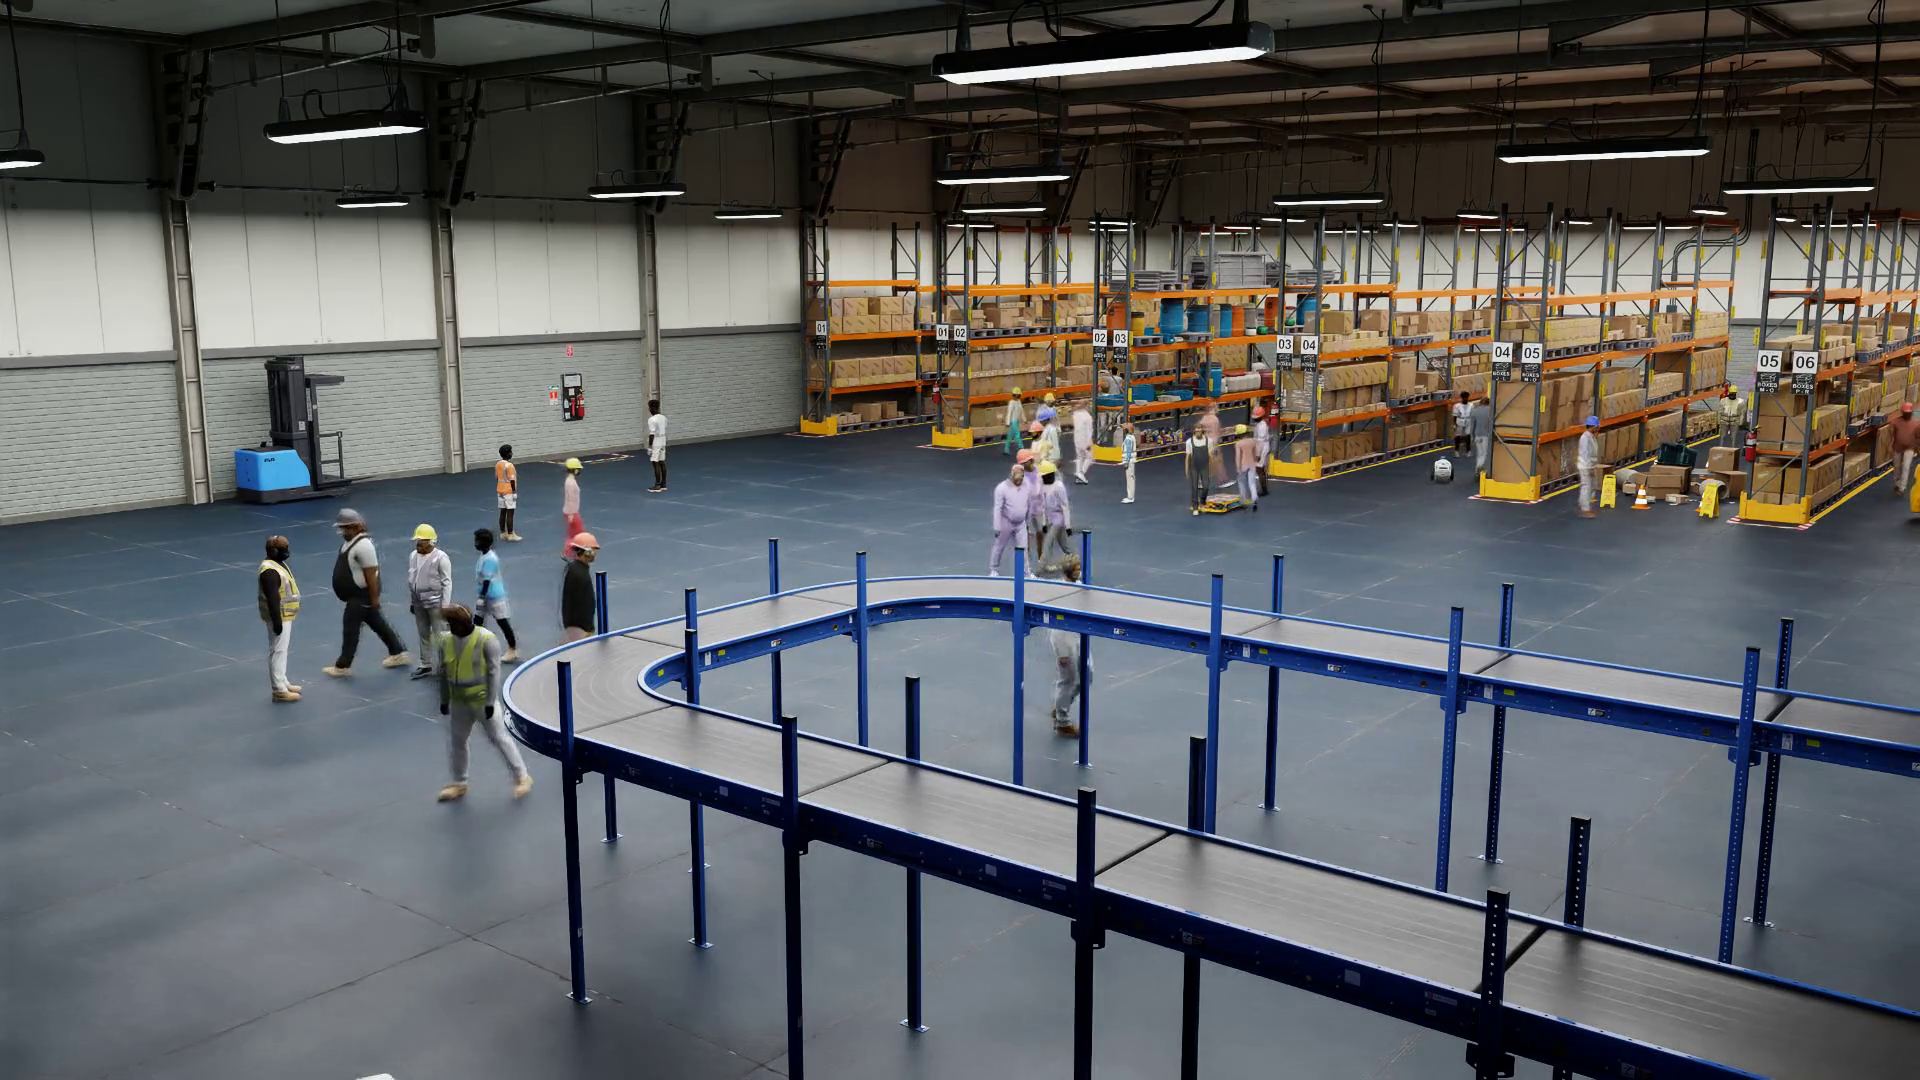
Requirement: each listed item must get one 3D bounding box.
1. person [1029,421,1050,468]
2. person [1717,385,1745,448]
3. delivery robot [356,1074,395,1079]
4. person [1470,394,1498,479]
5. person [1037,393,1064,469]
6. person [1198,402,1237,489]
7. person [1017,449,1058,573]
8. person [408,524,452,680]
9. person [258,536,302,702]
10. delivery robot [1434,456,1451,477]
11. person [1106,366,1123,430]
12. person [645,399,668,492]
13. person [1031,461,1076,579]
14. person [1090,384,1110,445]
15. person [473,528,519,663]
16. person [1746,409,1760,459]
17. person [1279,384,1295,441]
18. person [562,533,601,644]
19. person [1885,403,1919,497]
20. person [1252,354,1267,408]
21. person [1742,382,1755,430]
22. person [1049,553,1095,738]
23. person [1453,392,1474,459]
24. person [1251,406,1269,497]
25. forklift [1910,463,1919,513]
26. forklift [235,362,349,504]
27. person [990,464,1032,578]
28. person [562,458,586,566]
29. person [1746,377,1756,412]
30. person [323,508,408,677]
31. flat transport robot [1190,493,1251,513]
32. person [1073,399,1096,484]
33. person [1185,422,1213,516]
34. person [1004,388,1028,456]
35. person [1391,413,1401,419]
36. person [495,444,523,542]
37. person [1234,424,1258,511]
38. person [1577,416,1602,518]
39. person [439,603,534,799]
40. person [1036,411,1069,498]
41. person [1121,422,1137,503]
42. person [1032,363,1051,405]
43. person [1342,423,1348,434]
[{"bbox_3d":[1.558,-1.296,29.431,0.917,1.901,0.544,-7,12,-33],"label":"person"},{"bbox_3d":[19.025,-2.906,38.651,0.591,1.837,0.403,6,12,29],"label":"person"},{"bbox_3d":[-3.129,3.104,8.286,0.477,0.478,0.707,-5,11,-25],"label":"delivery robot"},{"bbox_3d":[11.722,-2.316,35.091,0.633,1.924,0.714,9,13,41],"label":"person"},{"bbox_3d":[2.142,-2.564,36.857,0.918,1.781,0.610,9,14,43],"label":"person"},{"bbox_3d":[5.508,-2.024,33.583,0.932,1.863,0.674,-4,11,-21],"label":"person"},{"bbox_3d":[1.198,-0.434,24.341,0.795,1.998,0.400,-2,10,-13],"label":"person"},{"bbox_3d":[-6.207,0.718,18.262,0.596,1.832,0.404,5,11,24],"label":"person"},{"bbox_3d":[-7.576,0.859,17.453,0.429,1.840,0.632,-3,11,-17],"label":"person"},{"bbox_3d":[10.763,-1.618,34.867,0.477,0.478,0.707,3,10,15],"label":"delivery robot"},{"bbox_3d":[4.477,-4.114,45.356,0.512,1.873,0.329,2,10,11],"label":"person"},{"bbox_3d":[-6.460,-2.010,33.265,0.365,1.963,0.650,4,11,20],"label":"person"},{"bbox_3d":[1.485,-0.294,23.904,1.039,1.868,0.590,-3,11,-18],"label":"person"},{"bbox_3d":[3.719,-3.351,41.753,0.519,1.627,0.372,4,11,22],"label":"person"},{"bbox_3d":[-5.771,0.689,18.894,0.854,1.648,0.546,-6,11,-29],"label":"person"},{"bbox_3d":[19.823,-2.956,38.804,0.574,1.882,0.356,6,12,32],"label":"person"},{"bbox_3d":[8.966,-3.662,42.624,0.542,1.938,0.358,7,12,35],"label":"person"},{"bbox_3d":[-3.998,0.906,16.876,0.946,1.934,0.767,-3,11,-18],"label":"person"},{"bbox_3d":[19.768,-1.916,32.781,0.641,1.954,1.014,7,12,35],"label":"person"},{"bbox_3d":[9.869,-5.215,51.655,0.542,1.842,0.760,5,11,25],"label":"person"},{"bbox_3d":[22.983,-4.059,45.034,0.989,1.891,0.552,9,14,43],"label":"person"},{"bbox_3d":[1.143,1.076,15.988,0.433,1.925,0.662,4,11,23],"label":"person"},{"bbox_3d":[12.473,-2.827,38.701,0.544,1.659,0.793,0,10,-1],"label":"person"},{"bbox_3d":[6.257,-1.859,32.628,0.493,1.887,0.706,1,10,5],"label":"person"},{"bbox_3d":[19.034,-1.348,28.998,2.313,2.155,1.214,8,13,37],"label":"forklift"},{"bbox_3d":[-13.803,-2.244,32.110,1.129,2.768,1.873,8,13,37],"label":"forklift"},{"bbox_3d":[0.788,-0.235,23.618,0.709,1.840,1.033,-6,12,-29],"label":"person"},{"bbox_3d":[-6.165,-0.440,24.995,0.370,1.755,0.530,-3,11,-17],"label":"person"},{"bbox_3d":[21.910,-3.652,42.937,0.536,1.819,0.991,2,10,14],"label":"person"},{"bbox_3d":[-7.087,0.575,18.606,0.981,2.000,0.694,-6,12,-30],"label":"person"},{"bbox_3d":[5.171,-0.744,31.010,0.652,0.197,1.431,7,12,34],"label":"flat transport robot"},{"bbox_3d":[2.734,-2.156,34.291,0.424,1.892,0.652,-6,12,-32],"label":"person"},{"bbox_3d":[4.588,-1.363,30.023,0.540,1.814,0.470,0,10,2],"label":"person"},{"bbox_3d":[1.471,-2.958,39.257,0.919,1.721,0.537,5,11,26],"label":"person"},{"bbox_3d":[13.663,-4.723,48.812,0.669,1.850,0.980,5,11,25],"label":"person"},{"bbox_3d":[-7.903,-0.826,27.337,0.540,1.696,0.315,10,14,44],"label":"person"},{"bbox_3d":[5.626,-1.429,30.693,0.549,1.713,0.732,-3,11,-18],"label":"person"},{"bbox_3d":[12.013,-1.401,29.885,0.428,1.945,0.624,8,13,37],"label":"person"},{"bbox_3d":[-4.357,1.455,14.199,0.825,1.813,0.532,4,11,19],"label":"person"},{"bbox_3d":[1.790,-1.692,31.725,1.041,1.875,0.677,-4,11,-19],"label":"person"},{"bbox_3d":[3.424,-1.565,31.668,0.315,1.636,0.515,3,10,14],"label":"person"},{"bbox_3d":[2.457,-4.363,46.778,0.680,1.873,0.362,-6,12,-29],"label":"person"},{"bbox_3d":[10.521,-3.703,42.917,0.853,1.906,0.664,-9,13,-40],"label":"person"}]
